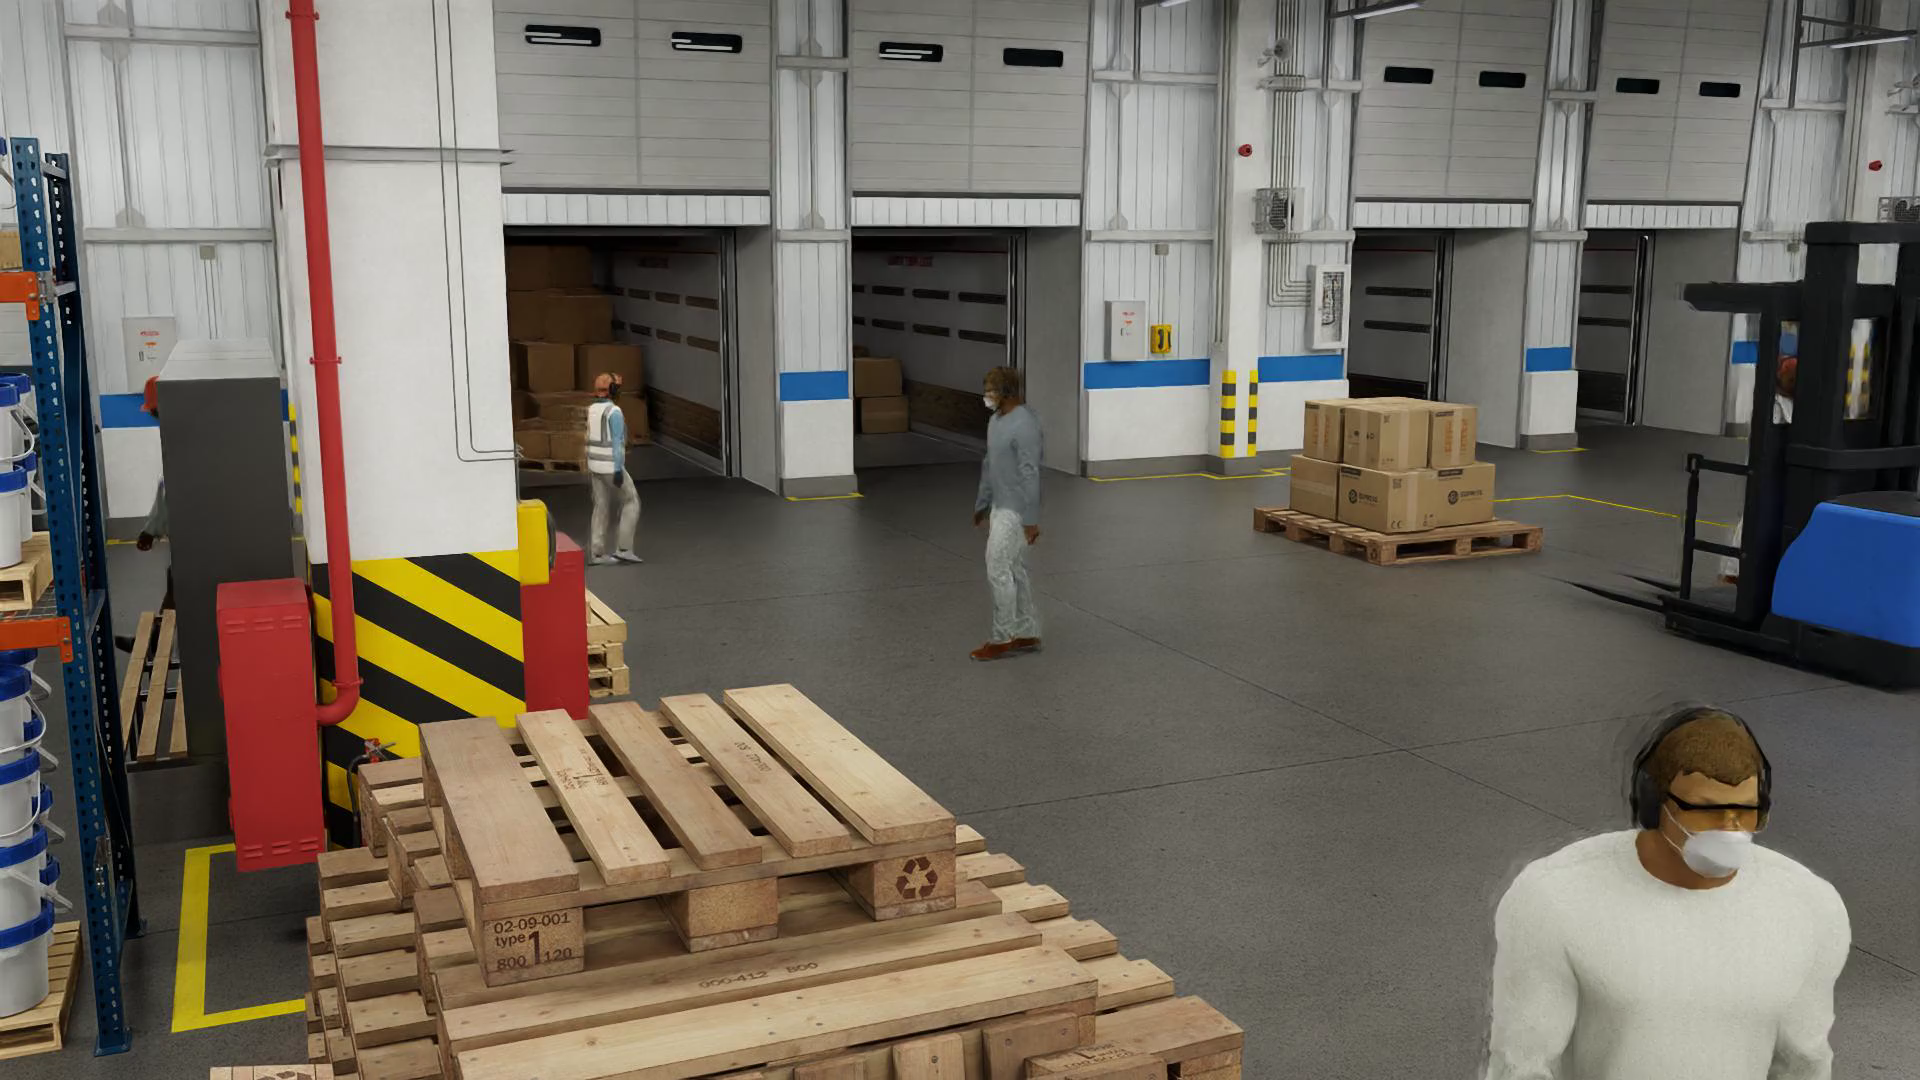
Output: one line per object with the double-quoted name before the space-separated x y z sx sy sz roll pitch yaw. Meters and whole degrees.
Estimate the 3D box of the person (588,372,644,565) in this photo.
"person" -2.892 -0.590 13.917 0.516 1.619 0.523 -8 13 -38

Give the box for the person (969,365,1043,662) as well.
"person" 0.277 -0.175 10.807 0.521 1.920 0.669 -3 11 -16

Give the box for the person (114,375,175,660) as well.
"person" -4.963 -0.113 10.576 0.947 1.871 0.546 -3 11 -16

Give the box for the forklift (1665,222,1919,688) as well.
"forklift" 5.764 -0.627 10.644 1.129 2.768 1.873 -4 11 -23

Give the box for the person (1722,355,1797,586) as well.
"person" 6.311 -0.474 12.641 0.945 1.843 0.588 8 13 39

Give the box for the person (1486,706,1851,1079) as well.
"person" 1.278 1.244 3.016 0.647 1.899 0.927 1 10 7
